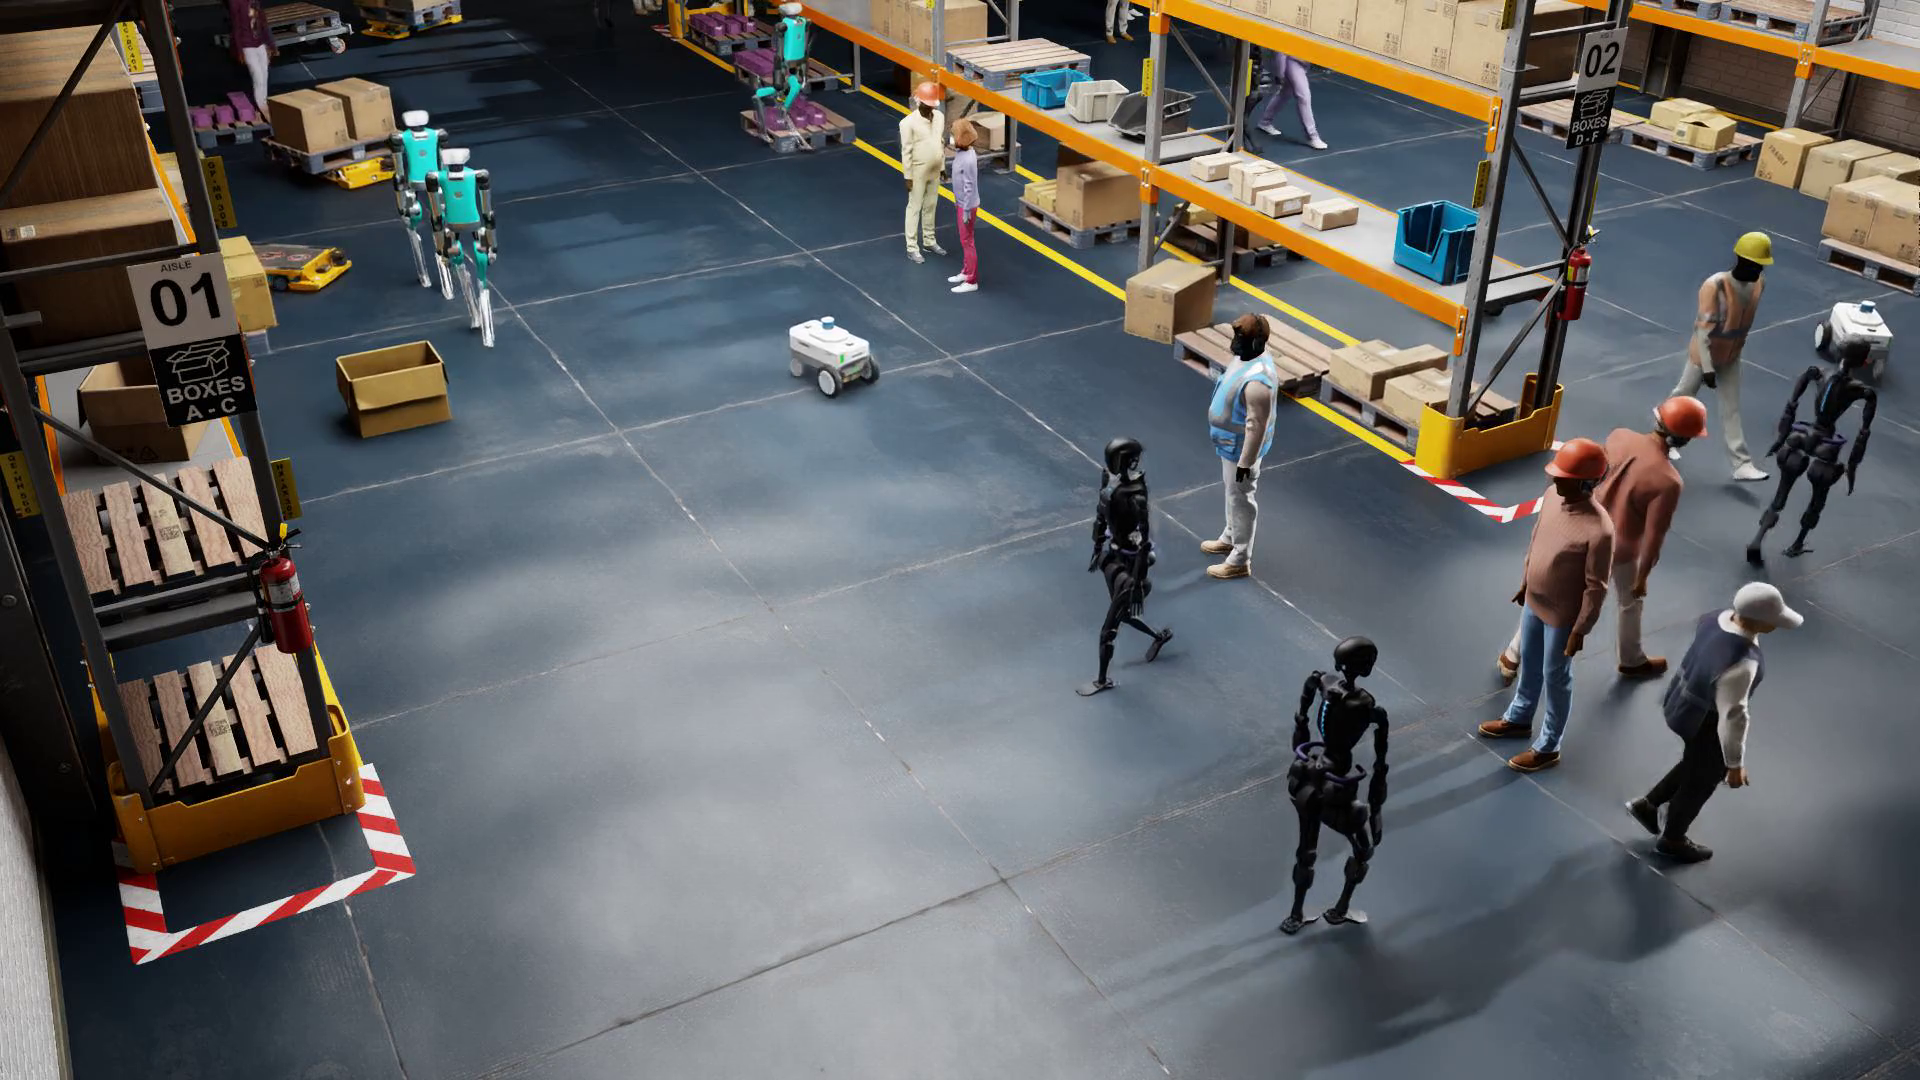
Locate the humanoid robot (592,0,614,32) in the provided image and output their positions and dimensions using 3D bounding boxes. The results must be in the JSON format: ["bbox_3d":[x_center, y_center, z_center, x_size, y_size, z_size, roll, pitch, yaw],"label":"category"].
[{"bbox_3d":[-5.375,-8.372,24.569,0.598,1.654,0.338,-5,30,-8],"label":"humanoid robot"}]

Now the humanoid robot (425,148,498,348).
[{"bbox_3d":[-4.266,-2.583,14.447,0.540,1.777,0.891,-6,30,-10],"label":"humanoid robot"}]

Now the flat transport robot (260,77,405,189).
[{"bbox_3d":[-7.050,-4.272,18.846,1.431,0.231,0.659,22,37,34],"label":"flat transport robot"}]

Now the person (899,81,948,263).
[{"bbox_3d":[-0.328,-3.583,16.165,0.334,1.742,0.561,25,38,37],"label":"person"}]

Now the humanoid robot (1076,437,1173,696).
[{"bbox_3d":[1.023,0.120,9.814,0.691,1.635,0.610,-12,32,-20],"label":"humanoid robot"}]

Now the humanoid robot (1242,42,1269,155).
[{"bbox_3d":[3.364,-5.250,19.127,0.322,1.646,0.612,-2,30,-3],"label":"humanoid robot"}]

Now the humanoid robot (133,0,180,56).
[{"bbox_3d":[-10.514,-6.792,21.813,0.456,1.642,0.589,20,36,31],"label":"humanoid robot"}]

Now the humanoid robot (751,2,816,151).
[{"bbox_3d":[-2.125,-5.377,19.342,1.031,1.760,0.540,21,36,32],"label":"humanoid robot"}]

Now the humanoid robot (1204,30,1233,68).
[{"bbox_3d":[3.599,-7.278,22.668,0.429,1.647,0.595,17,34,27],"label":"humanoid robot"}]

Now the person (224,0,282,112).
[{"bbox_3d":[-8.473,-5.989,20.176,0.676,1.929,0.521,10,31,17],"label":"person"}]

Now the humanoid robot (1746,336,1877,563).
[{"bbox_3d":[5.596,-0.567,11.027,0.655,1.634,0.599,-16,34,-26],"label":"humanoid robot"}]

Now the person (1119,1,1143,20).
[{"bbox_3d":[2.633,-8.892,25.304,0.337,1.847,0.513,16,34,26],"label":"person"}]

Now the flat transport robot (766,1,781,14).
[{"bbox_3d":[-2.315,-8.407,26.044,1.431,0.231,0.659,-3,30,-5],"label":"flat transport robot"}]

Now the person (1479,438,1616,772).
[{"bbox_3d":[3.237,0.349,9.072,0.380,1.993,0.620,-7,31,-12],"label":"person"}]

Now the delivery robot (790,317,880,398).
[{"bbox_3d":[-1.078,-1.554,13.826,0.791,0.592,0.499,26,39,38],"label":"delivery robot"}]

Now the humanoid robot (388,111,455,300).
[{"bbox_3d":[-4.989,-3.154,15.452,0.554,1.776,0.890,-15,33,-24],"label":"humanoid robot"}]

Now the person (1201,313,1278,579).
[{"bbox_3d":[1.829,-0.624,10.915,0.429,1.844,0.632,1,30,1],"label":"person"}]

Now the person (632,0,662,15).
[{"bbox_3d":[-4.919,-9.072,25.626,0.429,1.839,0.632,19,35,30],"label":"person"}]

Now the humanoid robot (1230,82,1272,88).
[{"bbox_3d":[3.848,-6.726,21.749,0.787,1.881,0.545,7,31,11],"label":"humanoid robot"}]

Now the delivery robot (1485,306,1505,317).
[{"bbox_3d":[4.595,-2.320,15.179,0.499,0.613,0.789,-10,31,-17],"label":"delivery robot"}]

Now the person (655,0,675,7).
[{"bbox_3d":[-4.640,-9.183,25.907,0.561,1.748,0.337,4,30,6],"label":"person"}]

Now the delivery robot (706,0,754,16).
[{"bbox_3d":[-3.589,-8.372,25.711,0.788,0.610,0.499,-5,30,-9],"label":"delivery robot"}]

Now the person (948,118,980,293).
[{"bbox_3d":[0.040,-3.109,15.461,0.280,1.628,0.501,-4,30,-7],"label":"person"}]

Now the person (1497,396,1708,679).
[{"bbox_3d":[3.786,0.022,9.747,0.998,1.912,0.683,-14,33,-23],"label":"person"}]

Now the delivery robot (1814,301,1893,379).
[{"bbox_3d":[7.651,-1.738,14.168,0.499,0.614,0.817,6,30,11],"label":"delivery robot"}]

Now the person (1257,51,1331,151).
[{"bbox_3d":[3.952,-5.571,19.533,1.037,1.841,0.641,21,36,32],"label":"person"}]

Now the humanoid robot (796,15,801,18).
[{"bbox_3d":[-2.442,-8.710,25.138,0.763,1.826,0.547,20,36,31],"label":"humanoid robot"}]

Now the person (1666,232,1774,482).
[{"bbox_3d":[5.577,-1.327,12.106,0.602,1.867,1.025,-10,31,-16],"label":"person"}]

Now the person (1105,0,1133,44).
[{"bbox_3d":[2.346,-8.147,23.963,0.581,1.892,0.377,-18,34,-28],"label":"person"}]

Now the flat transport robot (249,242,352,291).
[{"bbox_3d":[-6.681,-2.630,15.988,1.431,0.231,0.659,4,30,8],"label":"flat transport robot"}]

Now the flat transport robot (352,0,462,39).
[{"bbox_3d":[-8.215,-7.762,24.922,0.659,0.231,1.431,14,33,23],"label":"flat transport robot"}]

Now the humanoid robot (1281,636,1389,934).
[{"bbox_3d":[1.762,1.173,7.964,0.406,1.645,0.602,-19,35,-30],"label":"humanoid robot"}]

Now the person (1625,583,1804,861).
[{"bbox_3d":[3.765,0.912,8.342,0.472,1.736,0.776,5,30,9],"label":"person"}]
